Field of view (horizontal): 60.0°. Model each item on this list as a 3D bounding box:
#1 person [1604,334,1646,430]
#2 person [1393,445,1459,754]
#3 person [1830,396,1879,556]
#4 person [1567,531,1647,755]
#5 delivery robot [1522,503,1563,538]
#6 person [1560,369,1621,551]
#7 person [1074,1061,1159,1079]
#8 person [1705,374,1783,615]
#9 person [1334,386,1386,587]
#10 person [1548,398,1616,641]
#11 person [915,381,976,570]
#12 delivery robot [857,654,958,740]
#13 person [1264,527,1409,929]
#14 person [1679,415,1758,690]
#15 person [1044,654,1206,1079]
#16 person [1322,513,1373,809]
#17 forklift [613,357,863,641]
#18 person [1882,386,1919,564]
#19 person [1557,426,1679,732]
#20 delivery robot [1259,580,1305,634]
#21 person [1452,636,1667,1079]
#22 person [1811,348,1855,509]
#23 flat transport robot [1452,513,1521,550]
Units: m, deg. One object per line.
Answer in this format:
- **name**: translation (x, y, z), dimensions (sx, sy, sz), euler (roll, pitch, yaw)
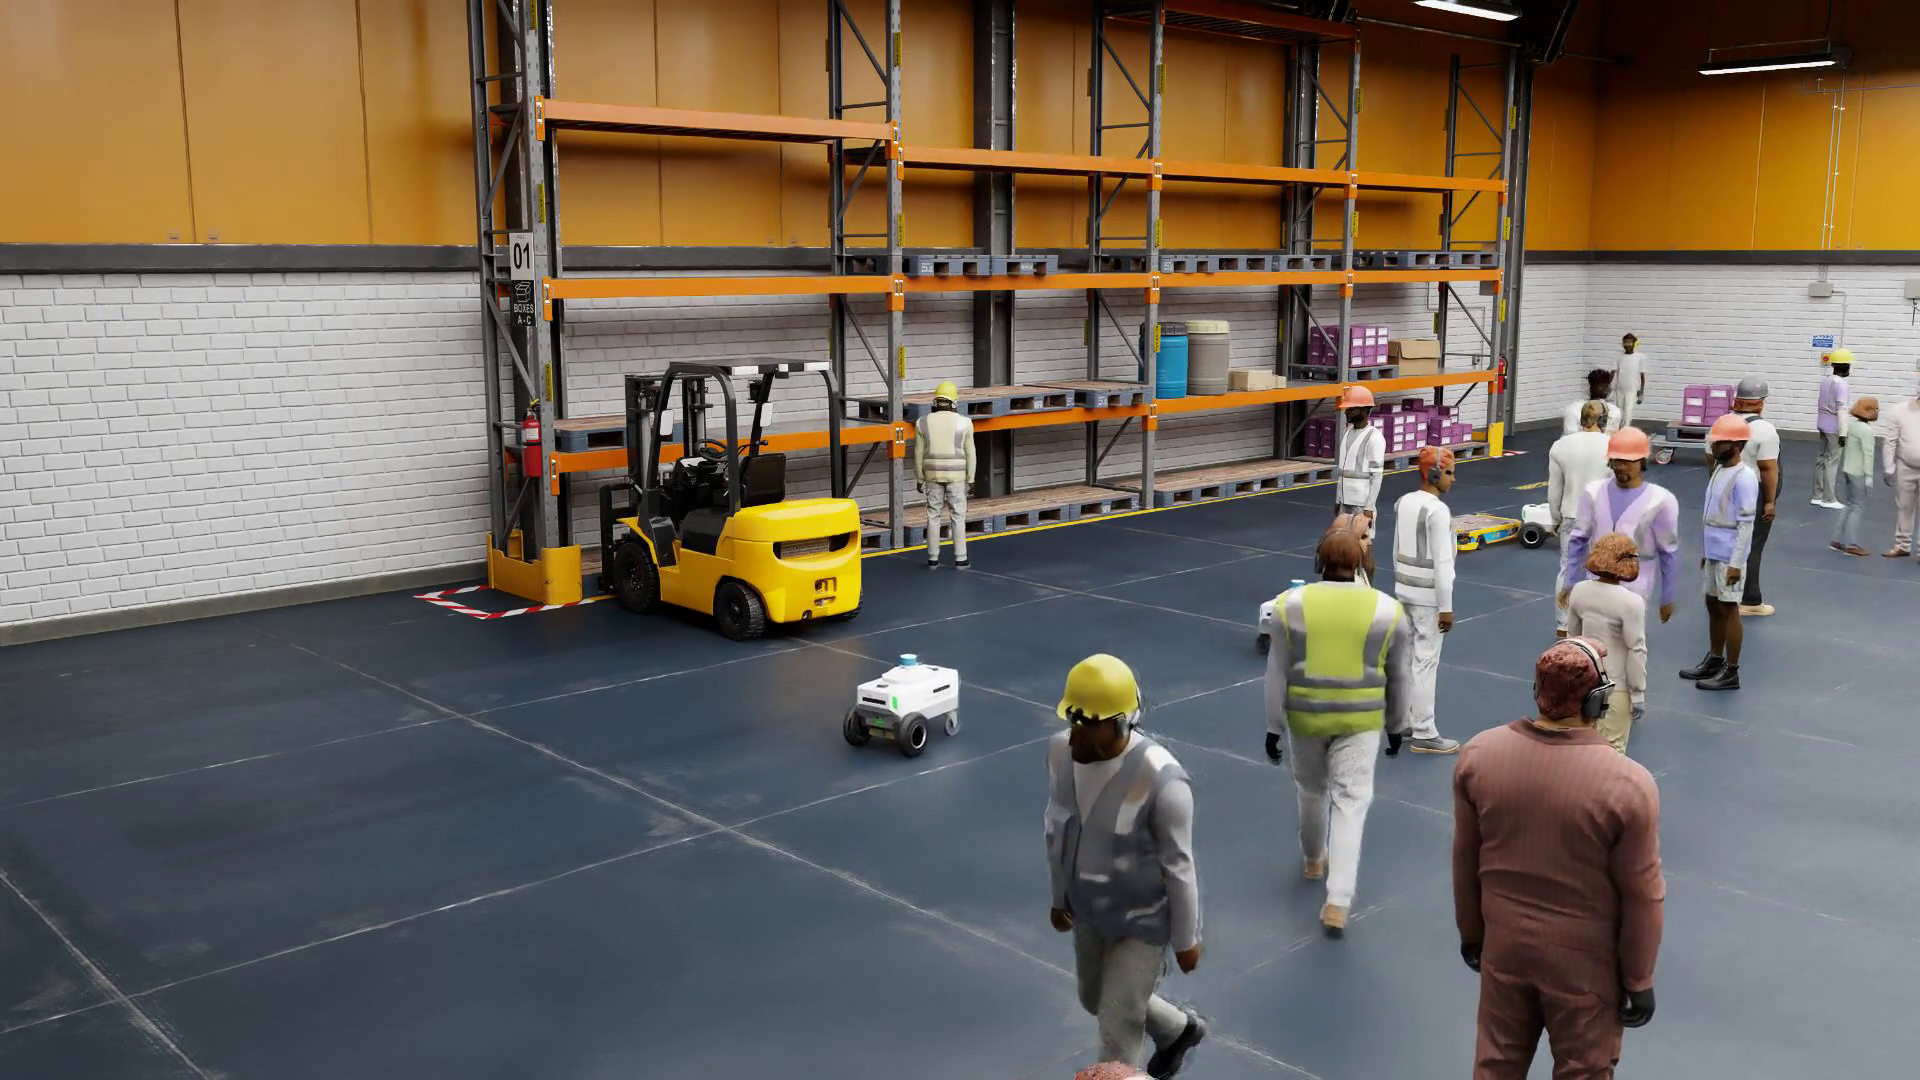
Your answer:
- **person**: translation (10.294, -2.276, 25.822), dimensions (0.536, 1.834, 0.908), euler (8, 12, 38)
- **person**: translation (2.858, 0.361, 10.220), dimensions (0.354, 1.886, 0.572), euler (-2, 10, -12)
- **person**: translation (9.145, -0.653, 16.915), dimensions (0.281, 1.639, 0.504), euler (2, 10, 9)
- **person**: translation (3.341, 0.763, 8.599), dimensions (0.282, 1.633, 0.498), euler (-4, 11, -23)
- **delivery robot**: translation (6.234, -0.232, 17.307), dimensions (0.707, 0.478, 0.477), euler (5, 11, 25)
- **person**: translation (6.276, -0.739, 16.593), dimensions (0.615, 1.934, 0.911), euler (-1, 10, -4)
- **person**: translation (0.255, 1.699, 2.457), dimensions (0.645, 1.870, 0.956), euler (-9, 13, -42)
- **person**: translation (6.716, -0.390, 14.160), dimensions (0.539, 2.000, 0.689), euler (-4, 10, -20)
- **person**: translation (3.381, -0.350, 14.228), dimensions (0.354, 1.939, 0.544), euler (-4, 10, -21)
- **person**: translation (4.910, -0.141, 13.017), dimensions (0.627, 1.935, 0.371), euler (9, 13, 41)
- **person**: translation (-0.137, -0.620, 16.118), dimensions (0.595, 1.831, 0.403), euler (2, 10, 9)
- **delivery robot**: translation (-0.320, 0.955, 10.356), dimensions (0.477, 0.478, 0.707), euler (7, 12, 35)
- **person**: translation (1.746, 0.833, 7.732), dimensions (0.642, 1.794, 0.983), euler (2, 10, 13)
- **person**: translation (5.333, 0.090, 11.669), dimensions (0.373, 1.934, 0.563), euler (0, 10, 2)
- **person**: translation (0.595, 1.203, 5.568), dimensions (0.799, 1.795, 0.610), euler (-8, 13, -40)
- **person**: translation (2.117, 0.662, 9.181), dimensions (0.306, 1.637, 0.523), euler (4, 10, 22)
- **forklift**: translation (-1.847, -0.414, 13.852), dimensions (1.214, 2.155, 2.313), euler (-9, 13, -42)
- **person**: translation (9.508, -0.690, 16.474), dimensions (0.666, 1.864, 0.689), euler (7, 12, 34)
- **person**: translation (4.075, 0.290, 10.347), dimensions (1.010, 1.992, 0.619), euler (-8, 13, -40)
- **delivery robot**: translation (2.583, 0.549, 12.737), dimensions (0.477, 0.478, 0.707), euler (7, 12, 35)
- **person**: translation (1.821, 1.231, 5.066), dimensions (0.409, 1.907, 0.648), euler (-10, 14, -44)
- **person**: translation (10.548, -1.344, 20.069), dimensions (0.356, 1.930, 0.592), euler (1, 10, 4)
- **flat transport robot**: translation (5.418, -0.096, 17.615), dimensions (1.431, 0.197, 0.652), euler (-9, 13, -41)
